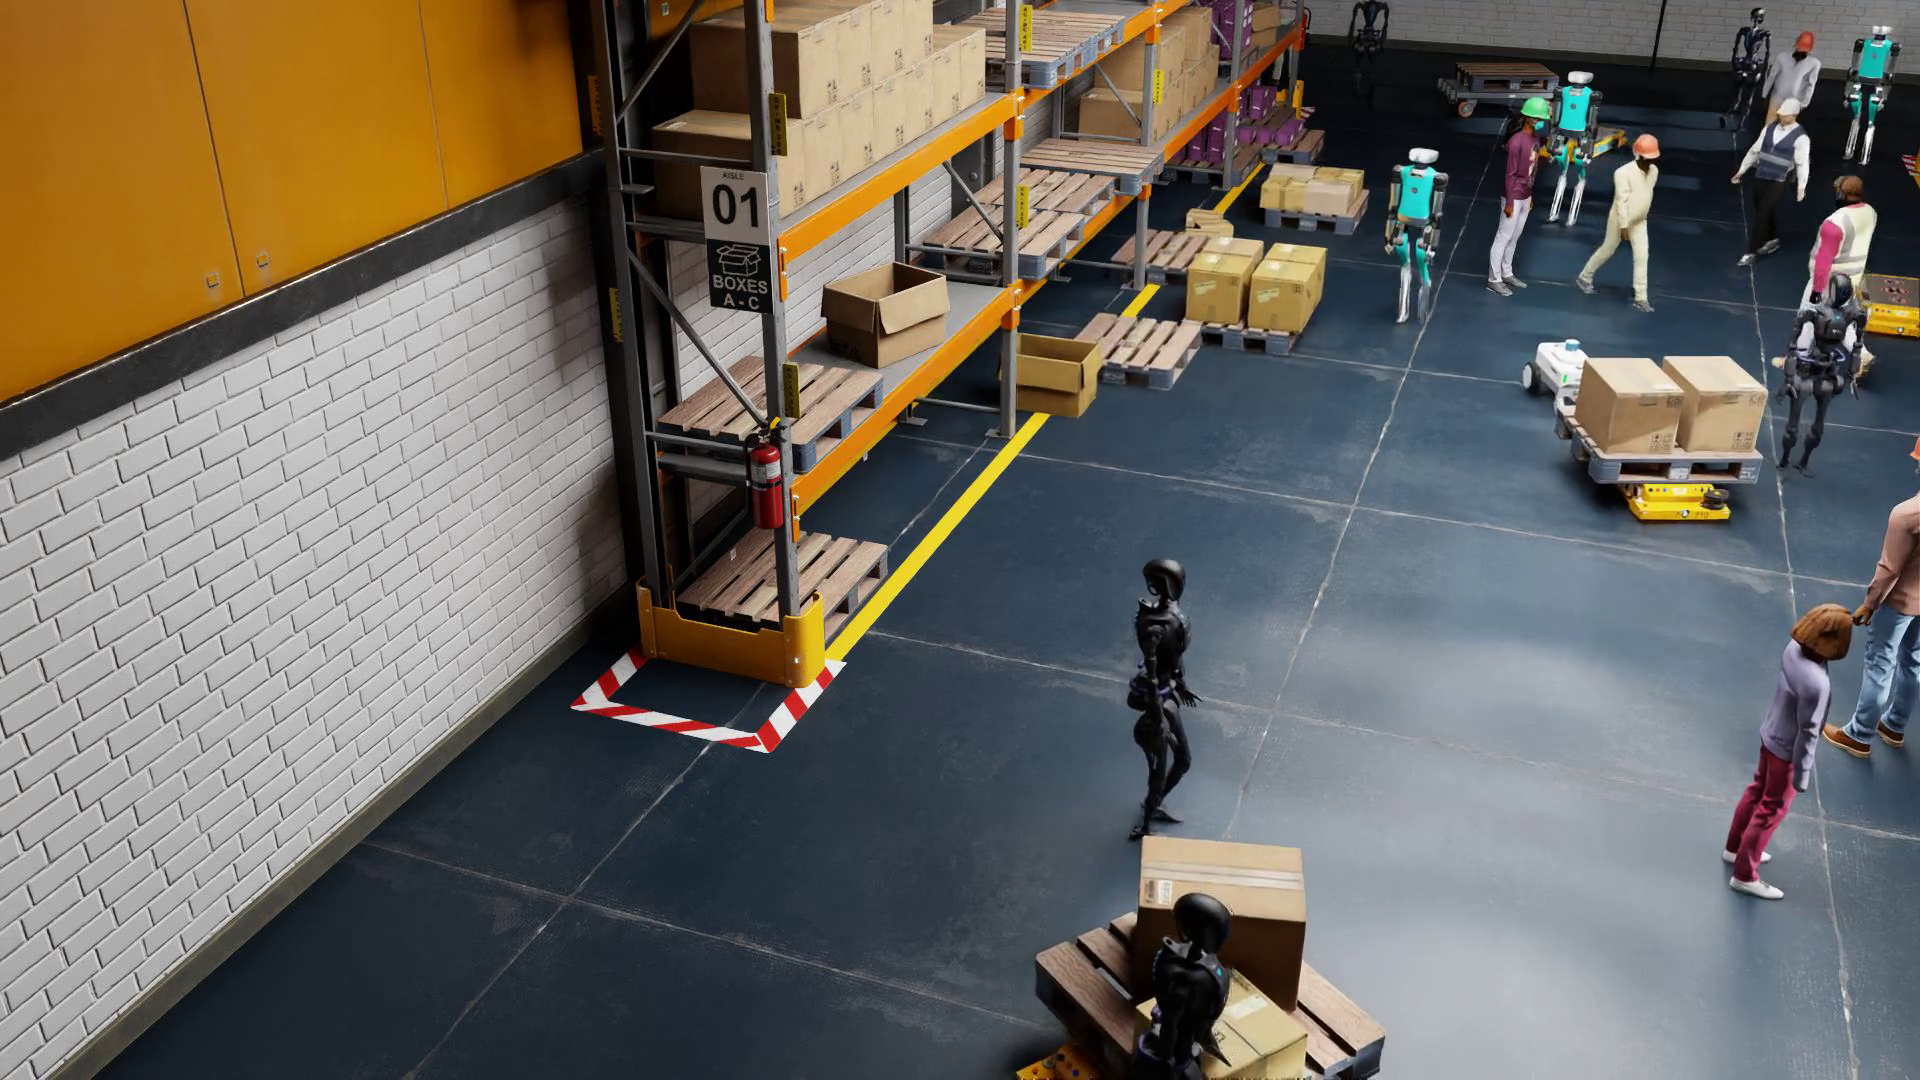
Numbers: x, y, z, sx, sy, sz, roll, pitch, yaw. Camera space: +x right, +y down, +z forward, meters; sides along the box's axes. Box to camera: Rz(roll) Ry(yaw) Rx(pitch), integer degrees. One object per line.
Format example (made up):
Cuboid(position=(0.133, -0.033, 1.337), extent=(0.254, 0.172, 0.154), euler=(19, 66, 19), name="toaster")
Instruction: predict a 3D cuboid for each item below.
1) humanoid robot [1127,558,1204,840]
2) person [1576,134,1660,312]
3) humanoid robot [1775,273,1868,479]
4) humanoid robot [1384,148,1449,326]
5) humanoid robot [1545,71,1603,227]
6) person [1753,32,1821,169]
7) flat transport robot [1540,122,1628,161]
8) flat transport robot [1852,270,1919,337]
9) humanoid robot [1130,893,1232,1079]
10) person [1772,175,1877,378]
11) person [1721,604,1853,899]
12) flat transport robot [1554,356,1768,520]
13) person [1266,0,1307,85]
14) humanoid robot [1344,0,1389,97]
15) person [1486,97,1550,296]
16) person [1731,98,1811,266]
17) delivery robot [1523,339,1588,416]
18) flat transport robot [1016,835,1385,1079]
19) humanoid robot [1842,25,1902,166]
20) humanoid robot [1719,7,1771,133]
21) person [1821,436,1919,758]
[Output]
Cuboid(position=(1.045, 0.846, 8.565), extent=(0.352, 1.649, 0.599), euler=(9, 29, 17), name="humanoid robot")
Cuboid(position=(6.546, -3.158, 16.335), extent=(0.550, 1.702, 0.924), euler=(-10, 29, -19), name="person")
Cuboid(position=(6.546, -1.246, 12.651), extent=(0.605, 1.646, 0.343), euler=(2, 27, 3), name="humanoid robot")
Cuboid(position=(4.320, -2.801, 15.708), extent=(0.541, 1.900, 0.724), euler=(16, 32, 29), name="humanoid robot")
Cuboid(position=(6.893, -4.414, 18.621), extent=(0.530, 1.712, 0.705), euler=(19, 33, 32), name="humanoid robot")
Cuboid(position=(10.344, -5.497, 20.844), extent=(0.606, 1.704, 0.652), euler=(14, 31, 26), name="person")
Cuboid(position=(8.210, -5.237, 21.909), extent=(0.659, 0.231, 1.431), euler=(21, 34, 35), name="flat transport robot")
Cuboid(position=(9.108, -2.305, 16.222), extent=(0.659, 0.231, 1.431), euler=(10, 29, 19), name="flat transport robot")
Cuboid(position=(0.830, 2.013, 6.312), extent=(0.330, 1.645, 0.590), euler=(11, 29, 21), name="humanoid robot")
Cuboid(position=(7.646, -2.243, 14.424), extent=(0.652, 1.805, 0.785), euler=(-16, 31, -28), name="person")
Cuboid(position=(4.114, 1.035, 8.257), extent=(0.280, 1.627, 0.500), euler=(6, 28, 11), name="person")
Cuboid(position=(5.311, -0.544, 12.806), extent=(0.659, 0.231, 1.431), euler=(0, 27, 0), name="flat transport robot")
Cuboid(position=(4.962, -7.917, 25.287), extent=(0.630, 1.940, 0.373), euler=(-9, 29, -17), name="person")
Cuboid(position=(5.978, -7.331, 24.444), extent=(0.591, 1.644, 0.475), euler=(1, 27, 2), name="humanoid robot")
Cuboid(position=(5.549, -3.445, 16.601), extent=(0.424, 1.950, 0.490), euler=(23, 35, 37), name="person")
Cuboid(position=(8.575, -3.804, 17.541), extent=(0.807, 1.726, 0.758), euler=(-14, 30, -24), name="person")
Cuboid(position=(5.171, -1.415, 14.203), extent=(0.499, 0.613, 0.811), euler=(-1, 27, -1), name="delivery robot")
Cuboid(position=(1.018, 2.269, 7.349), extent=(1.431, 0.231, 0.659), euler=(-16, 31, -28), name="flat transport robot")
Cuboid(position=(11.507, -5.641, 21.066), extent=(0.530, 1.780, 0.682), euler=(18, 32, 31), name="humanoid robot")
Cuboid(position=(10.695, -6.377, 22.581), extent=(0.405, 1.641, 0.588), euler=(-16, 31, -28), name="humanoid robot")
Cuboid(position=(5.278, 0.304, 9.290), extent=(0.610, 1.984, 0.389), euler=(-9, 29, -18), name="person")
